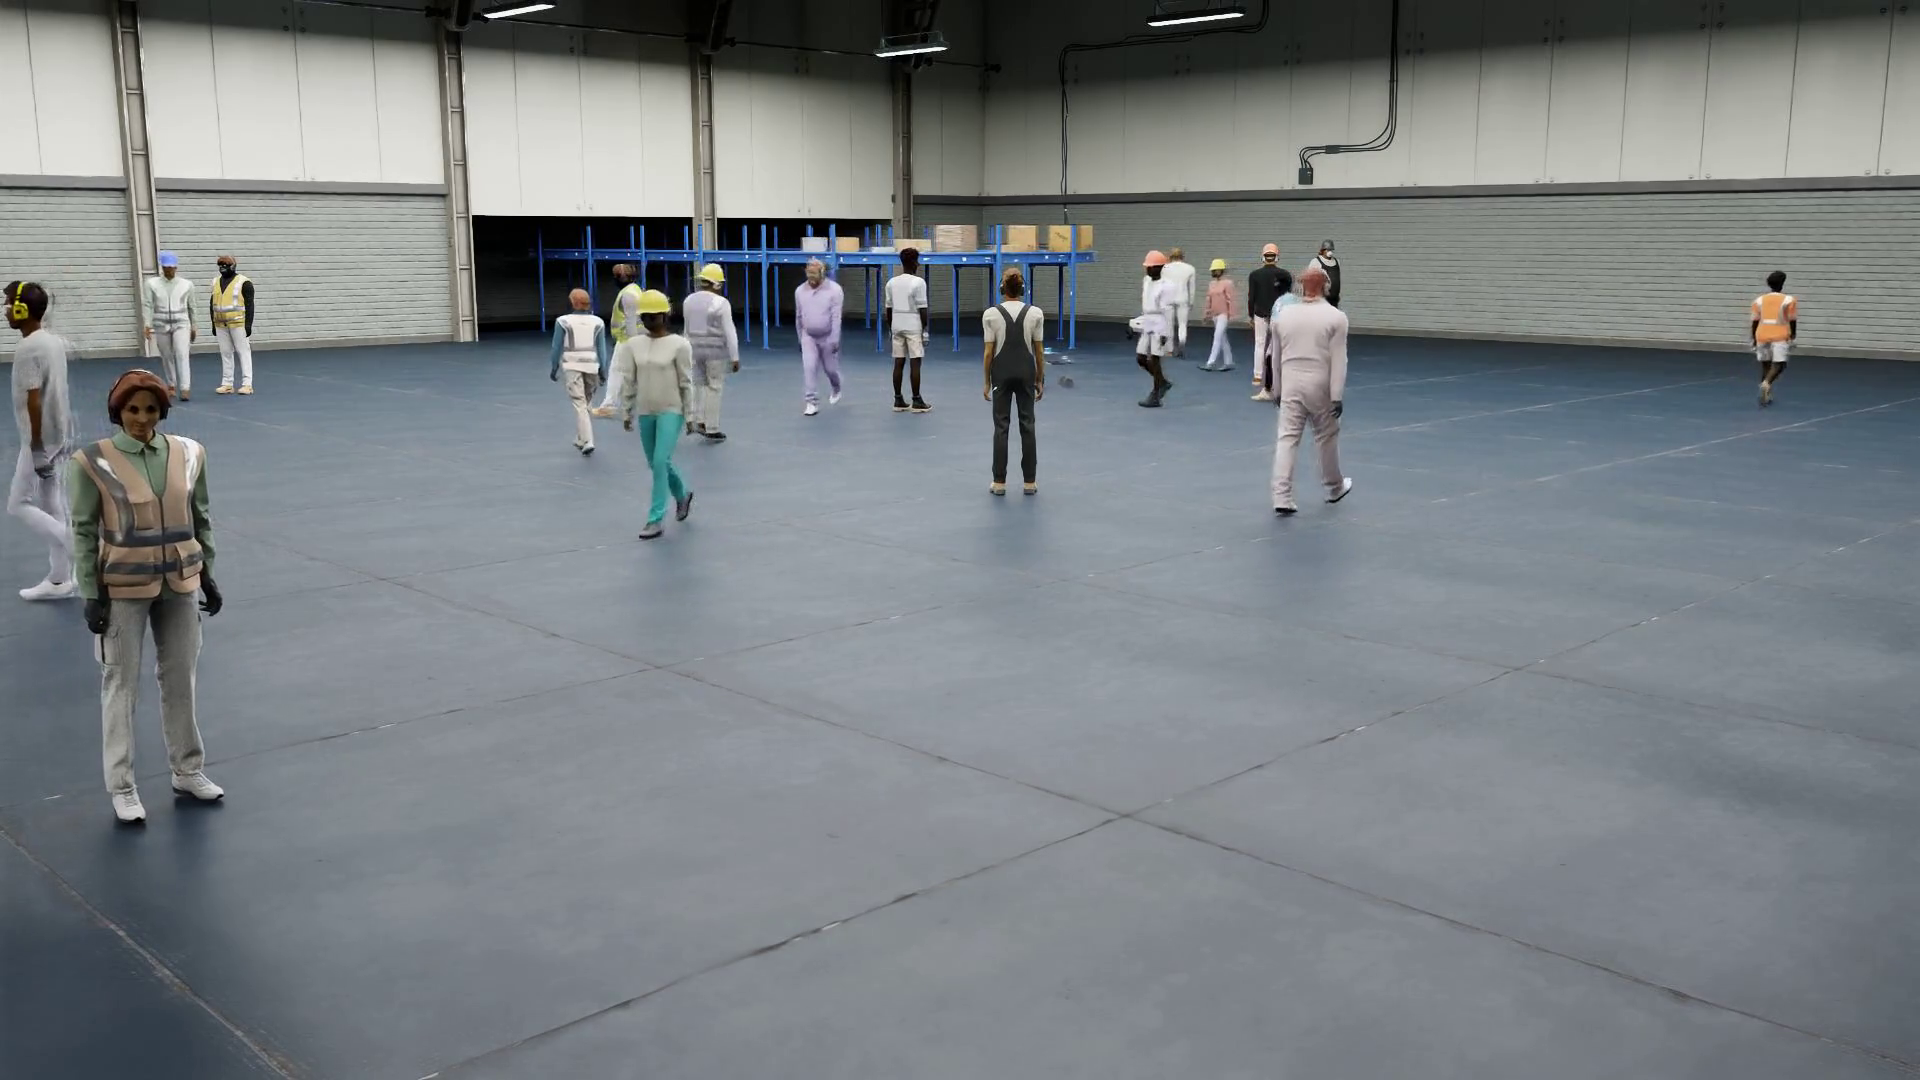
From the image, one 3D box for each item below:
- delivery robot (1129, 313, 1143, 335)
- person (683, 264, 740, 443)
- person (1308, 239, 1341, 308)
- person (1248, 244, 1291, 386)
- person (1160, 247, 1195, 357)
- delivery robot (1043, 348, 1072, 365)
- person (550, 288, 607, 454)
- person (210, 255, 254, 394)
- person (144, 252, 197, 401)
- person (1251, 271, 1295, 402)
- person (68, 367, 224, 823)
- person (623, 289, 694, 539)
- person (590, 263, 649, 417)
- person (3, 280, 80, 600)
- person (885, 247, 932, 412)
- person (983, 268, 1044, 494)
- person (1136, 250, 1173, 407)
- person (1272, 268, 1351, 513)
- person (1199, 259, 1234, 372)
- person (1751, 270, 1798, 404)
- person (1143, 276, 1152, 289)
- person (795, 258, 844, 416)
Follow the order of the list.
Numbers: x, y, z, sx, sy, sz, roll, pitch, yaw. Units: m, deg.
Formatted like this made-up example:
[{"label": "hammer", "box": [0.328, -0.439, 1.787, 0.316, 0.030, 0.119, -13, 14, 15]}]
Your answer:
[{"label": "delivery robot", "box": [3.718, -4.375, 33.802, 0.477, 0.478, 0.707, -4, 11, -19]}, {"label": "person", "box": [-2.526, -1.913, 17.066, 0.630, 1.816, 0.477, 7, 12, 33]}, {"label": "person", "box": [7.035, -4.719, 31.876, 0.689, 2.000, 0.538, -4, 11, -23]}, {"label": "person", "box": [4.378, -3.187, 23.542, 0.609, 1.991, 0.384, 2, 11, 9]}, {"label": "person", "box": [3.773, -4.130, 28.917, 0.633, 1.915, 0.794, 1, 10, 5]}, {"label": "delivery robot", "box": [1.214, -2.576, 23.283, 0.698, 0.223, 0.335, -2, 11, -11]}, {"label": "person", "box": [-3.706, -1.656, 16.260, 0.511, 1.600, 0.852, -7, 13, -34]}, {"label": "person", "box": [-9.756, -2.879, 22.272, 0.625, 1.844, 0.429, 2, 11, 11]}, {"label": "person", "box": [-10.229, -2.778, 21.580, 0.616, 1.905, 0.997, -4, 11, -21]}, {"label": "person", "box": [4.176, -2.589, 21.165, 0.806, 1.670, 0.527, -1, 10, -7]}, {"label": "person", "box": [-2.961, 0.190, 6.088, 0.317, 1.638, 0.516, 8, 13, 37]}, {"label": "person", "box": [-2.132, -0.930, 11.936, 0.534, 1.736, 0.821, 4, 11, 21]}, {"label": "person", "box": [-3.827, -2.339, 19.486, 0.984, 1.792, 0.608, 0, 10, 2]}, {"label": "person", "box": [-5.293, -0.571, 9.654, 0.461, 1.854, 0.519, 0, 10, -2]}, {"label": "person", "box": [-0.617, -2.533, 20.038, 0.600, 1.967, 0.369, 8, 13, 36]}, {"label": "person", "box": [0.435, -1.302, 13.659, 0.508, 1.846, 0.345, -1, 10, -5]}, {"label": "person", "box": [2.444, -2.617, 20.623, 0.474, 1.922, 0.548, -6, 12, -32]}, {"label": "person", "box": [2.710, -1.153, 12.816, 0.663, 1.852, 1.036, 7, 13, 35]}, {"label": "person", "box": [3.964, -3.473, 25.815, 0.849, 1.726, 0.546, -6, 12, -28]}, {"label": "person", "box": [10.112, -2.519, 20.737, 0.665, 1.677, 0.539, -9, 14, -40]}, {"label": "person", "box": [3.840, -4.666, 32.662, 0.525, 1.598, 0.708, 2, 11, 13]}, {"label": "person", "box": [-1.647, -2.453, 19.937, 0.632, 1.852, 0.820, 2, 11, 12]}]
